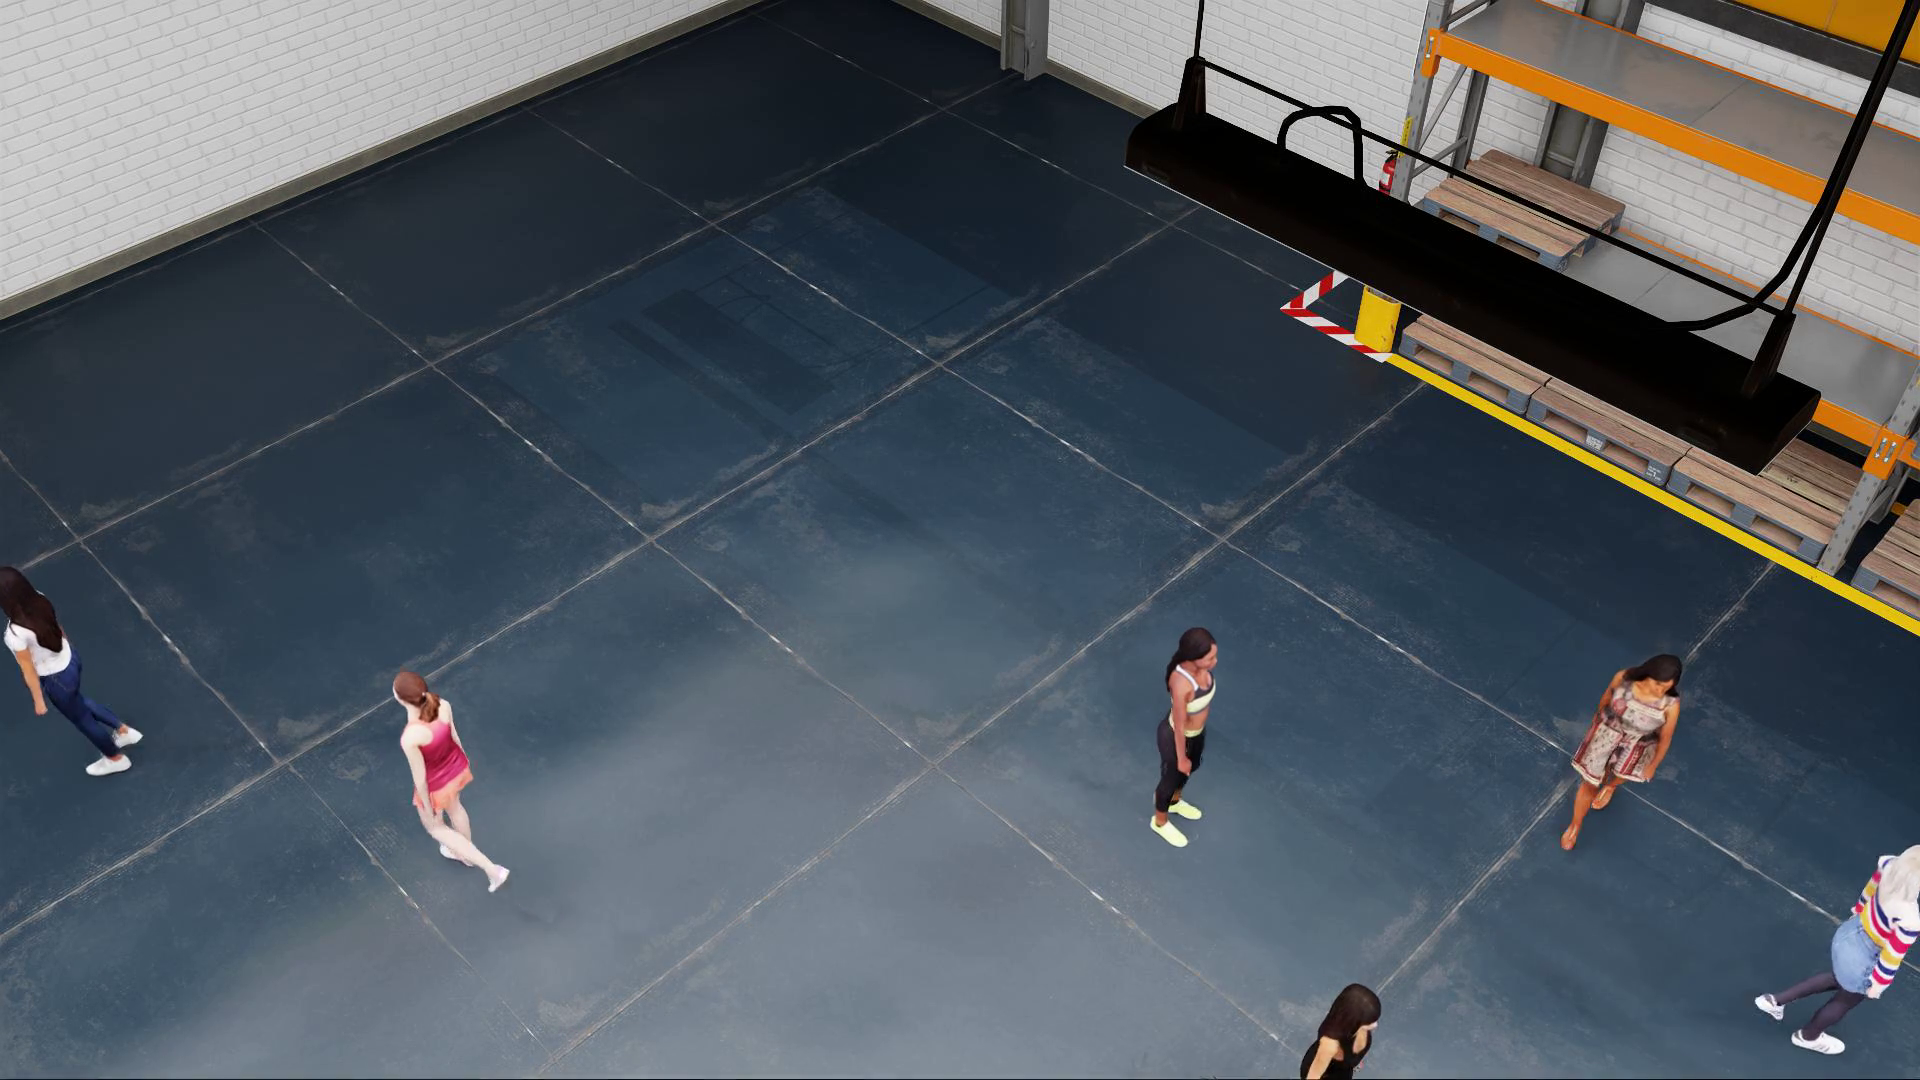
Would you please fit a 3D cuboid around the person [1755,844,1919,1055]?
[{"bbox_3d":[4.675,2.147,8.768,0.922,1.800,0.854,7,44,7],"label":"person"}]

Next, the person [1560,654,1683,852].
[{"bbox_3d":[4.008,1.139,9.967,0.893,1.607,0.766,31,52,29],"label":"person"}]

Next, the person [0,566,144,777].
[{"bbox_3d":[-5.411,0.822,10.185,0.801,1.765,0.729,-8,44,-8],"label":"person"}]

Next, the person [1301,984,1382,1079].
[{"bbox_3d":[1.764,2.643,8.369,0.812,1.632,0.673,25,49,24],"label":"person"}]

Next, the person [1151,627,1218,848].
[{"bbox_3d":[1.277,1.137,9.863,0.609,1.753,0.634,22,48,21],"label":"person"}]

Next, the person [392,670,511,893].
[{"bbox_3d":[-2.930,1.409,9.590,0.951,1.734,0.735,19,47,19],"label":"person"}]
